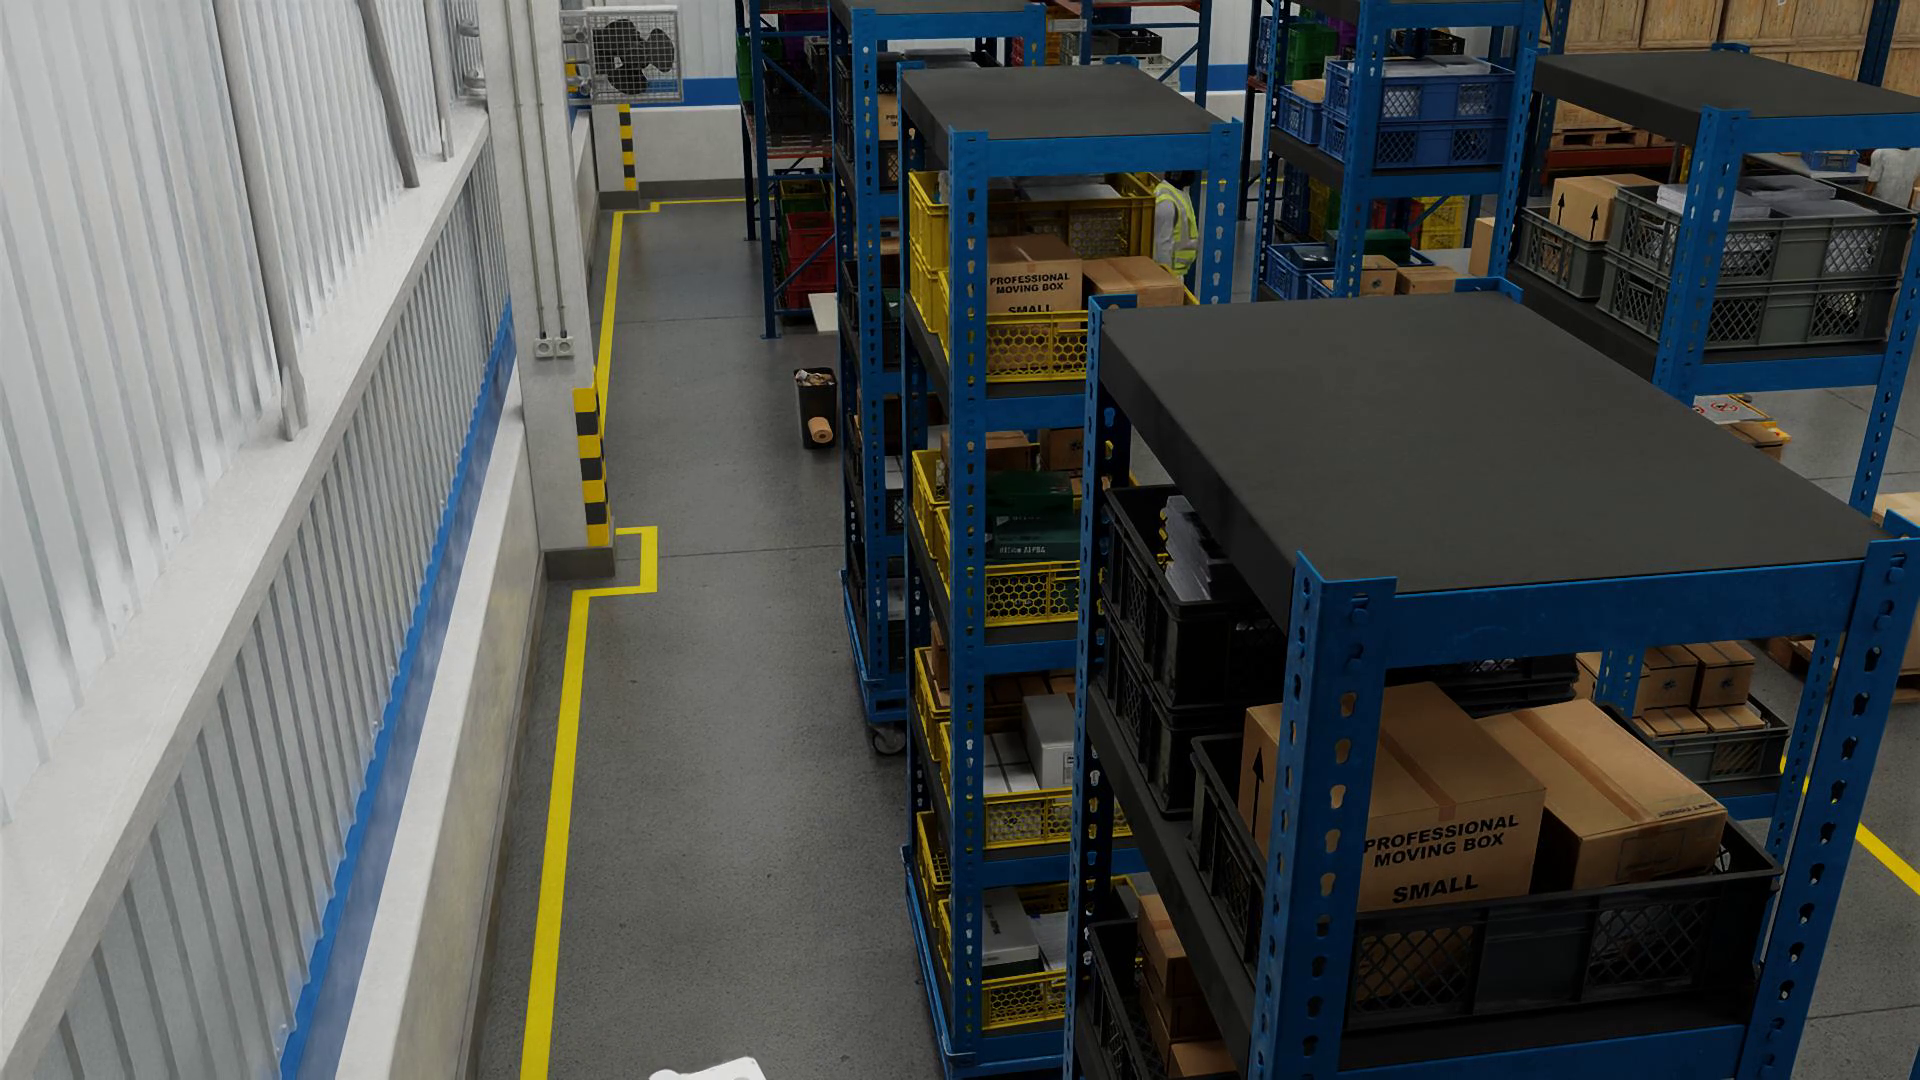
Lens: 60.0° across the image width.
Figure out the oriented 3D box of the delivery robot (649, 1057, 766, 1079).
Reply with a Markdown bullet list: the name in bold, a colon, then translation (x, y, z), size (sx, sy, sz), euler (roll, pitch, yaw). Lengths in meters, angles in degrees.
- **delivery robot**: translation (-0.963, 1.978, 5.521), size (0.707, 0.478, 0.477), euler (-11, 27, -23)

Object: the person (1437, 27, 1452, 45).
- **person**: translation (5.281, -4.757, 18.625), size (0.638, 1.938, 0.356), euler (8, 26, 16)

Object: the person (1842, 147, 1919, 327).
- **person**: translation (8.002, -2.757, 14.369), size (0.508, 1.865, 0.329), euler (-5, 25, -10)

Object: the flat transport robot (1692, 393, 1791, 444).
- **flat transport robot**: translation (5.224, -0.859, 12.132), size (1.431, 0.197, 0.652), euler (-4, 25, -8)

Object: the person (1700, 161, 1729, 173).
- **person**: translation (6.825, -3.102, 15.112), size (0.622, 1.878, 0.406), euler (-19, 31, -35)

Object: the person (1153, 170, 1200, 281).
- **person**: translation (1.655, -2.149, 13.087), size (0.430, 1.836, 0.629), euler (6, 25, 13)
